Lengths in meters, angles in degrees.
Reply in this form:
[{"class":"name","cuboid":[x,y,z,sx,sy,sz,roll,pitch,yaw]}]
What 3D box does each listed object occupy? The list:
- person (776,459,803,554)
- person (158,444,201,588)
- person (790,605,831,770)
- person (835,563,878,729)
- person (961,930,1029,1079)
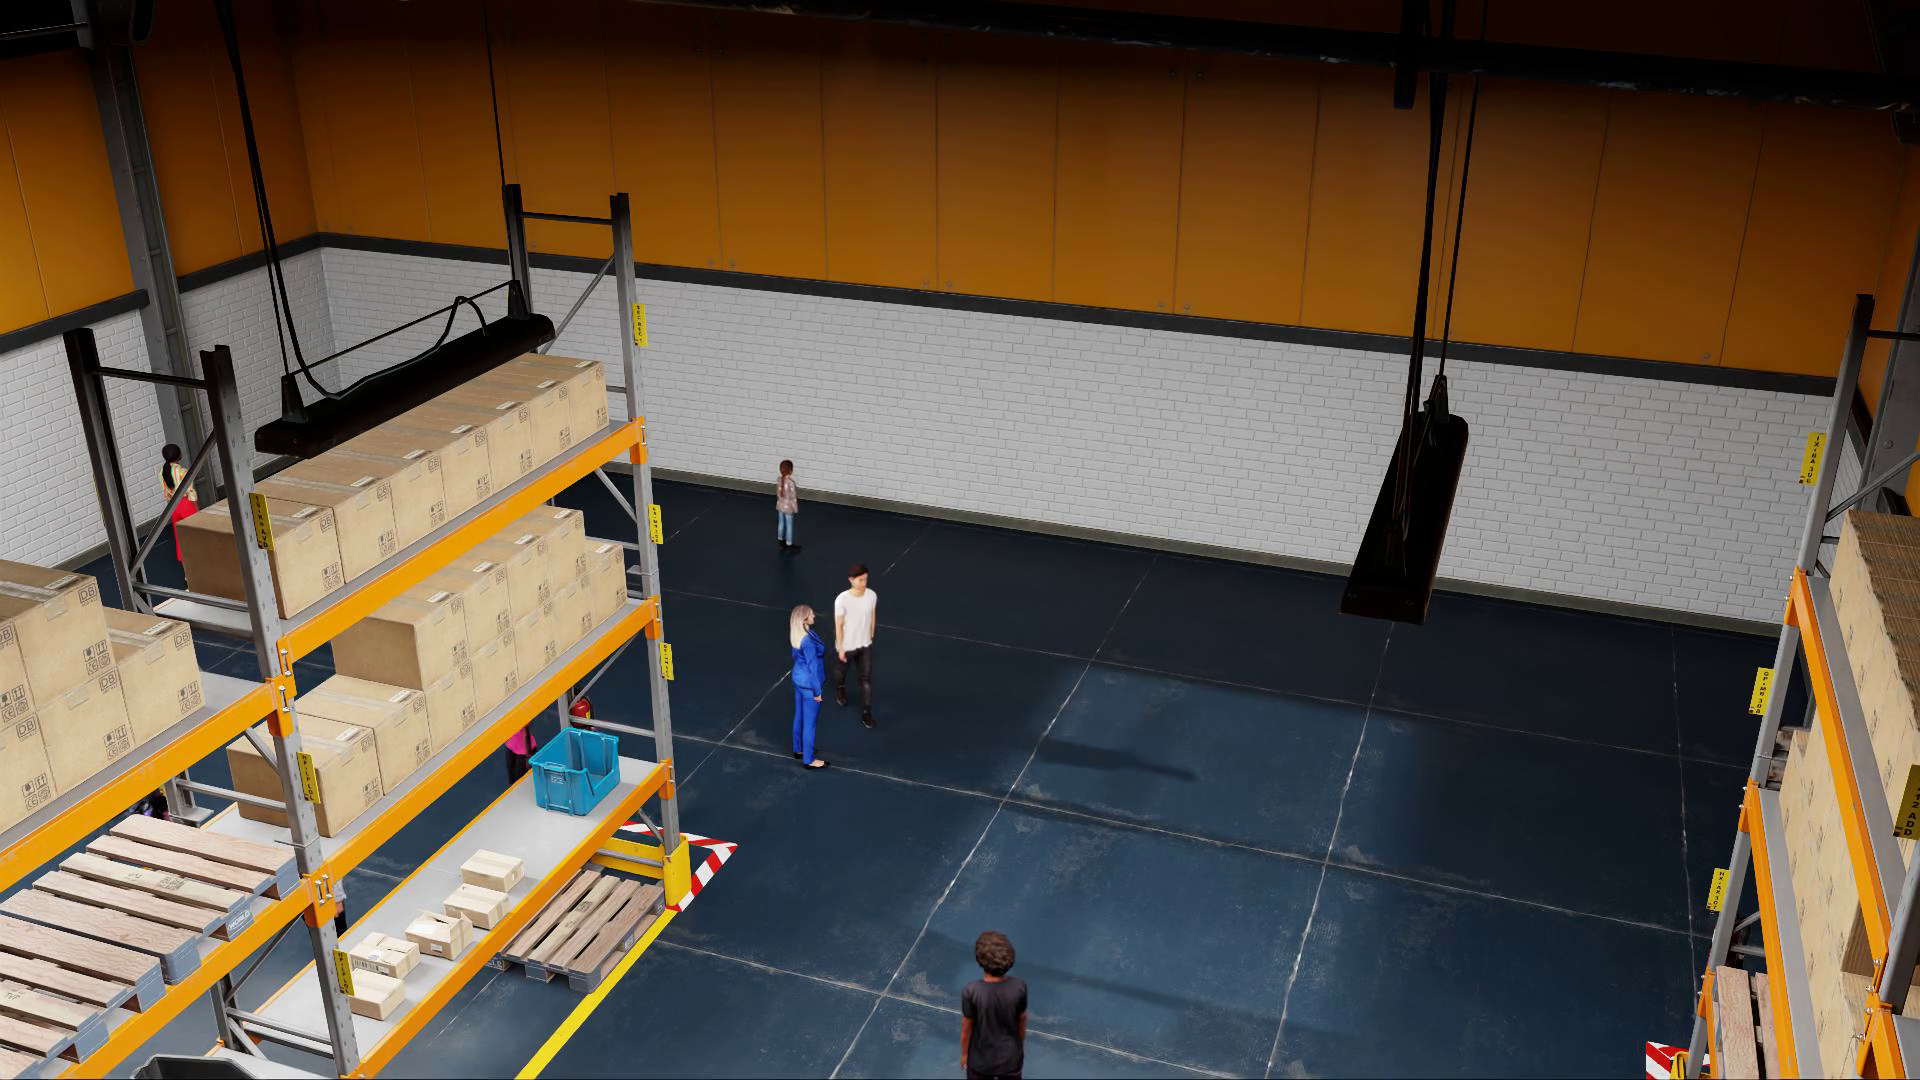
[{"class":"person","cuboid":[-2.169,-0.429,20.741,0.545,1.191,0.554,20,31,39]},{"class":"person","cuboid":[-9.176,-0.296,19.685,0.618,1.792,0.553,6,24,13]},{"class":"person","cuboid":[-1.476,1.388,15.947,0.761,1.700,0.706,-11,26,-24]},{"class":"person","cuboid":[-1.110,1.003,16.850,1.093,1.682,1.178,-9,25,-20]},{"class":"person","cuboid":[0.231,3.422,11.197,0.707,1.779,0.742,-6,24,-14]}]
